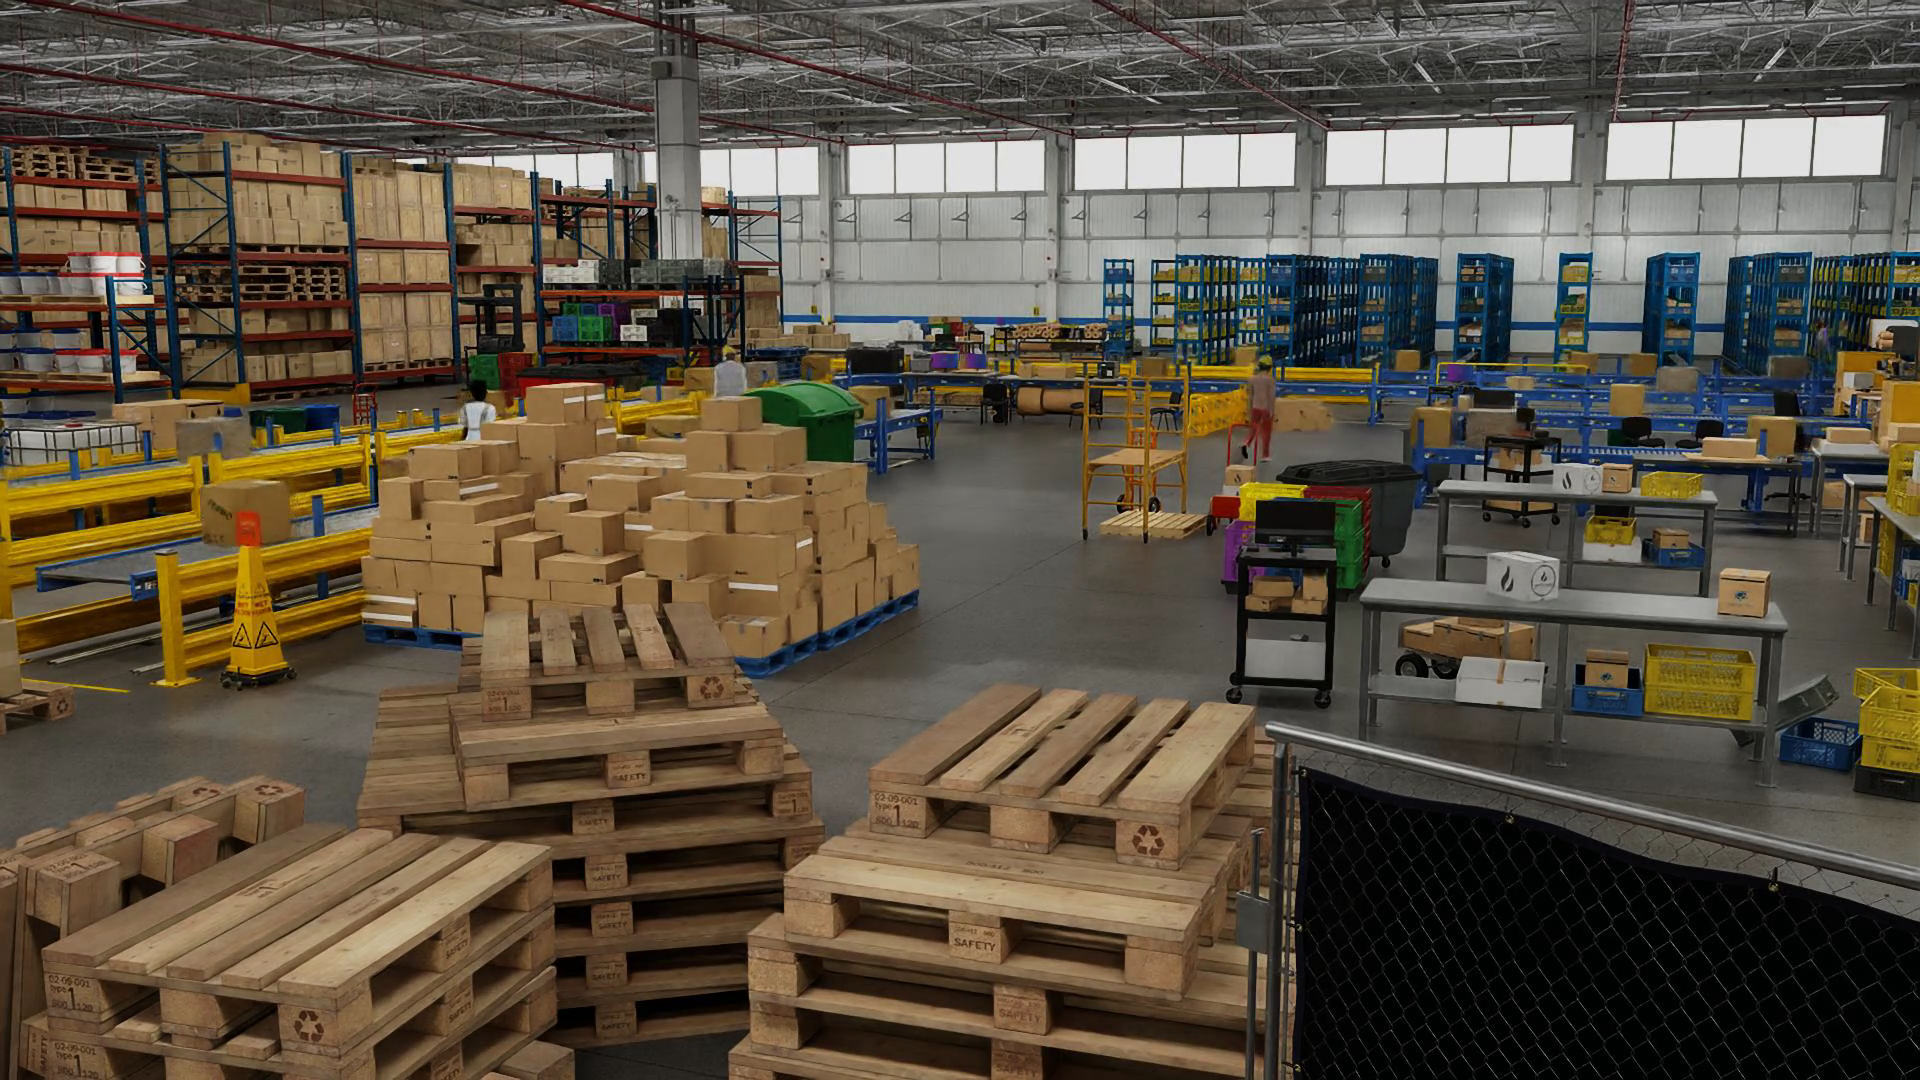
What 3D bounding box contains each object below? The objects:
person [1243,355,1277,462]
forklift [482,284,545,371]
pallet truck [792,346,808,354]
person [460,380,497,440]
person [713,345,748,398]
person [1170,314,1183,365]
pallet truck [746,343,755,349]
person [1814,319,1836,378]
[{"bbox_3d":[4.854,-2.117,26.898,0.527,1.756,0.536,9,13,44],"label":"person"},{"bbox_3d":[-10.832,-4.702,39.610,1.129,2.768,1.873,3,10,20],"label":"forklift"},{"bbox_3d":[-3.705,-4.298,42.022,0.653,1.274,1.630,3,10,20],"label":"pallet truck"},{"bbox_3d":[-6.252,-1.240,21.619,0.540,1.682,0.447,4,10,24],"label":"person"},{"bbox_3d":[-4.026,-2.515,29.227,0.604,1.813,0.507,2,9,13],"label":"person"},{"bbox_3d":[6.914,-6.377,53.018,0.939,1.952,0.658,1,9,4],"label":"person"},{"bbox_3d":[-6.183,-4.618,44.264,1.601,1.201,0.680,-9,12,-43],"label":"pallet truck"},{"bbox_3d":[24.468,-5.338,47.011,0.701,1.806,0.579,6,11,32],"label":"person"}]
